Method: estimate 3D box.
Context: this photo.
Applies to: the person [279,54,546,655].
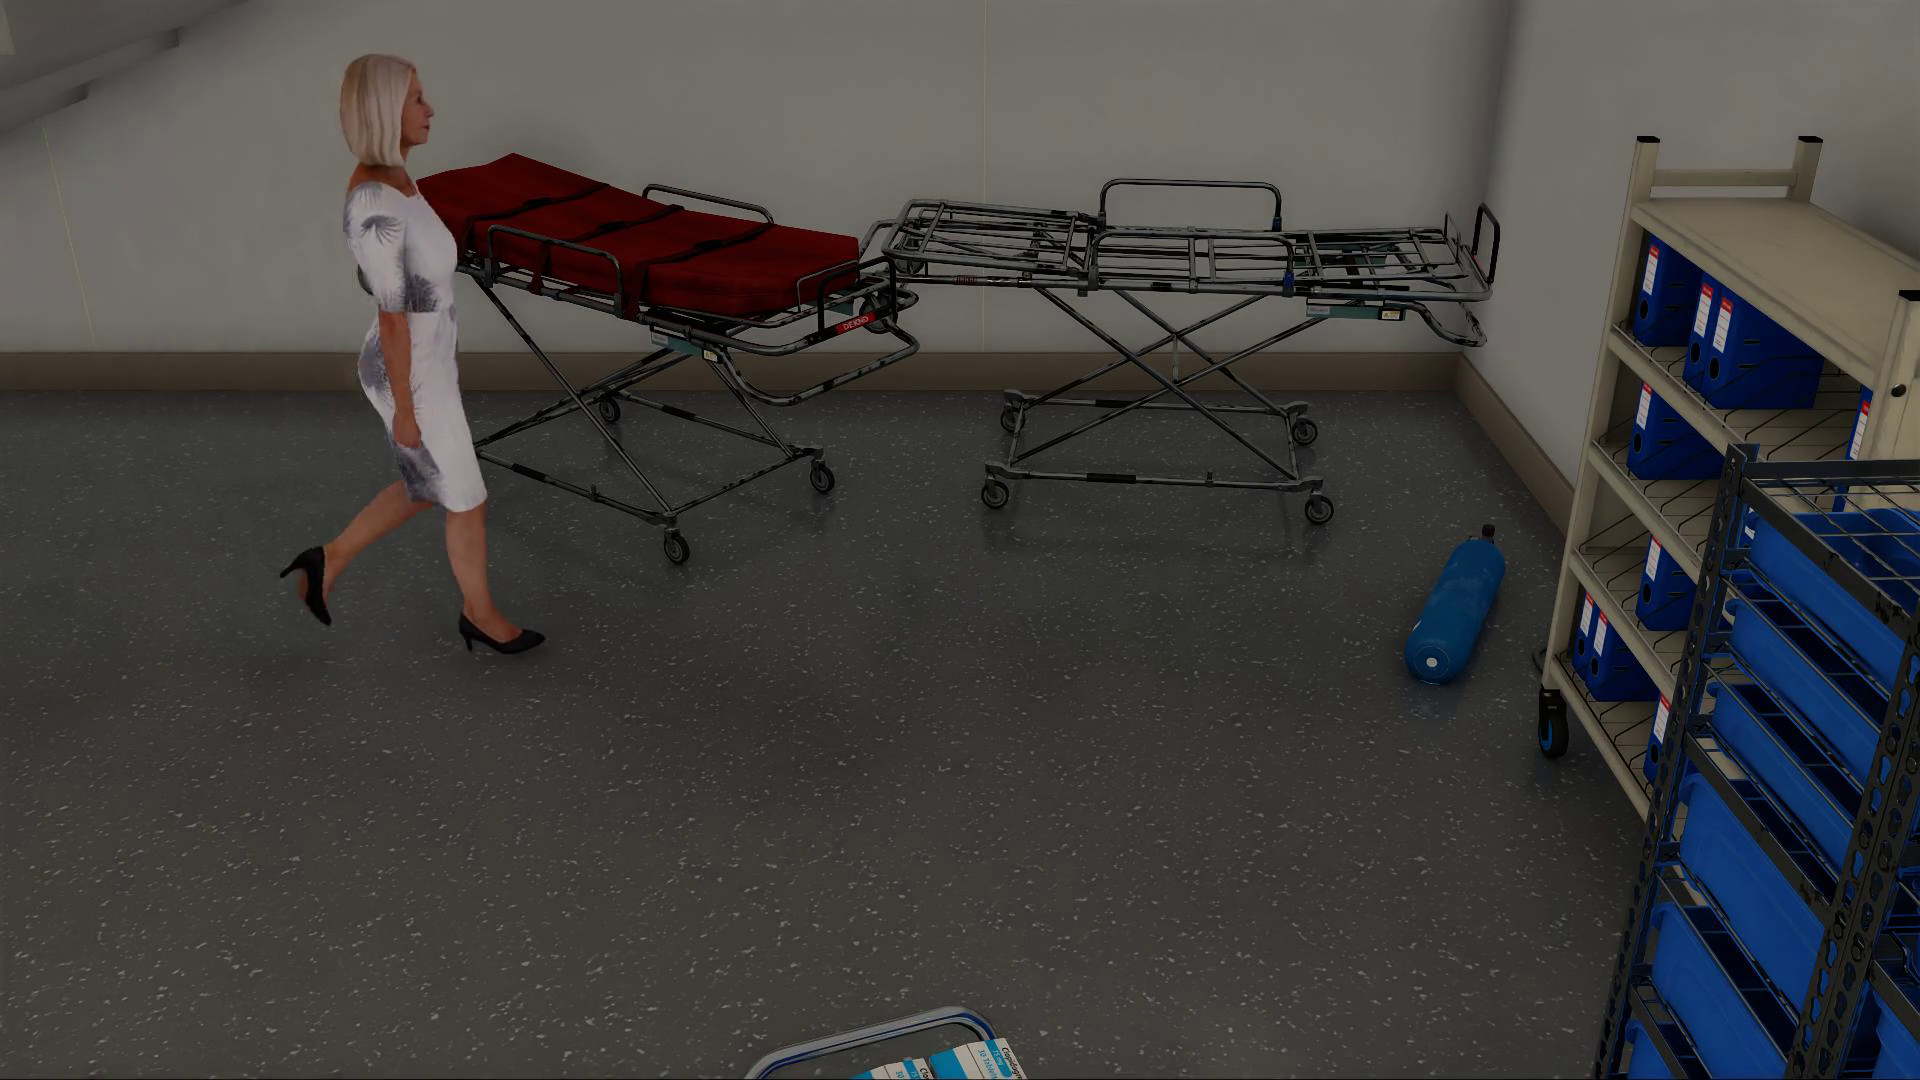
[{"bbox_3d":[-1.579,-0.429,4.576,0.986,1.725,0.709,-5,26,-9],"label":"person"}]
